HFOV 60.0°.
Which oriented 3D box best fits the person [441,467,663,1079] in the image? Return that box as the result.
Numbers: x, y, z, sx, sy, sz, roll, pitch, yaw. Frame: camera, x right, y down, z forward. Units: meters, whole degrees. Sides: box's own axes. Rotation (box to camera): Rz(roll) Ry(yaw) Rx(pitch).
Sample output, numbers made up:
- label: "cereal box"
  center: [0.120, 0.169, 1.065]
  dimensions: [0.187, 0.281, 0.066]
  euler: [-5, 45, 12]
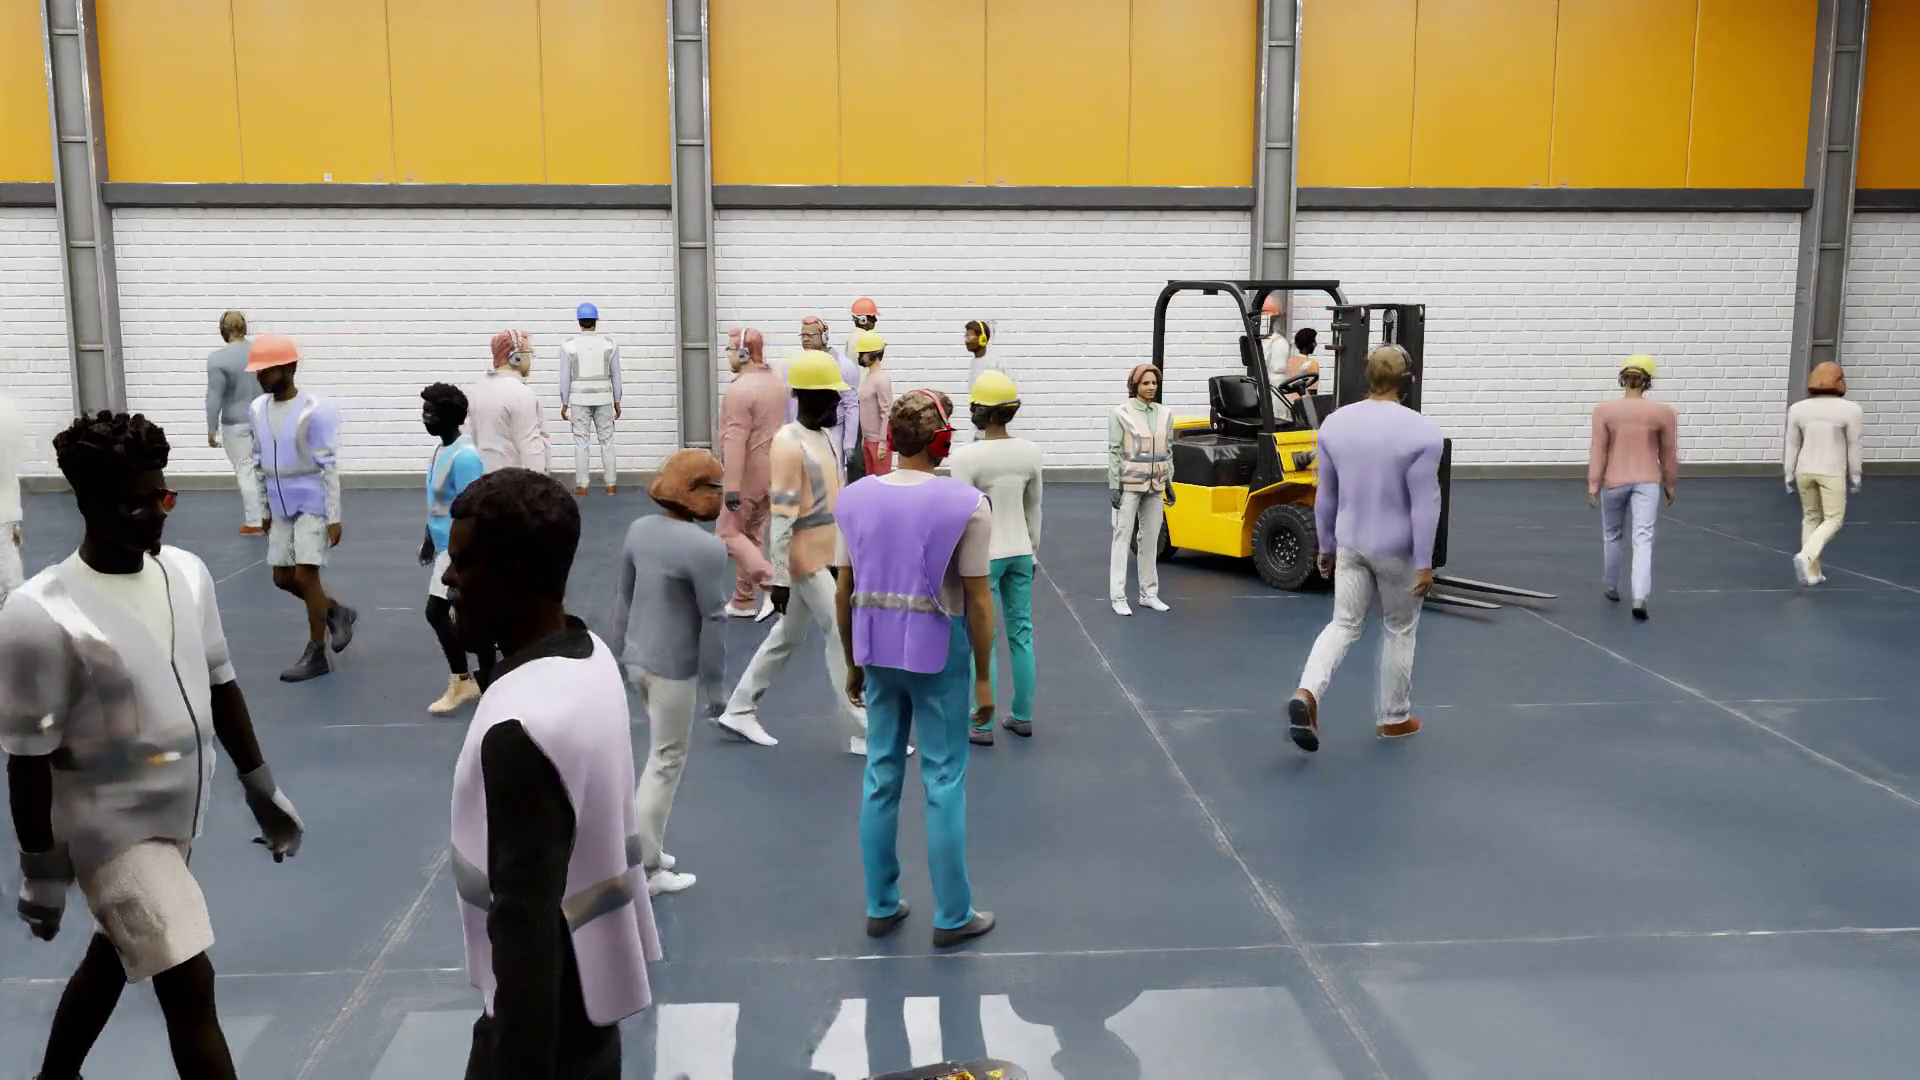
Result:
- label: "person"
  center: [-0.671, 0.806, 2.981]
  dimensions: [0.863, 1.894, 0.597]
  euler: [-1, 9, -5]

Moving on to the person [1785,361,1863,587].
- label: "person"
  center: [6.034, -0.450, 11.703]
  dimensions: [0.643, 1.613, 0.508]
  euler: [-7, 12, -38]

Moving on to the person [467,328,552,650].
- label: "person"
  center: [-2.583, -0.279, 9.726]
  dimensions: [0.406, 1.911, 0.636]
  euler: [-9, 12, -43]

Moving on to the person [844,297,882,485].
- label: "person"
  center: [-0.960, -1.404, 16.516]
  dimensions: [0.385, 1.993, 0.623]
  euler: [-3, 9, -16]

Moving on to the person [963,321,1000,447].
- label: "person"
  center: [0.177, -1.033, 14.775]
  dimensions: [1.021, 1.809, 0.542]
  euler: [-4, 10, -25]

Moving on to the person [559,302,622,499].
- label: "person"
  center: [-3.666, -1.380, 16.522]
  dimensions: [0.610, 1.943, 0.403]
  euler: [-3, 10, -20]

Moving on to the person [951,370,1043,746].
- label: "person"
  center: [0.162, 0.086, 7.870]
  dimensions: [0.531, 1.772, 0.301]
  euler: [-7, 11, -36]

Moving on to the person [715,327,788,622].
- label: "person"
  center: [-1.335, -0.403, 10.546]
  dimensions: [0.625, 1.894, 0.667]
  euler: [3, 10, 21]

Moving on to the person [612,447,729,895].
- label: "person"
  center: [-1.034, 0.474, 5.935]
  dimensions: [0.417, 1.602, 0.509]
  euler: [-8, 12, -42]

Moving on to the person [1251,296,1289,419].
- label: "person"
  center: [2.773, -1.201, 15.137]
  dimensions: [0.433, 2.028, 0.603]
  euler: [-2, 9, -15]

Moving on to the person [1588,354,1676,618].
- label: "person"
  center: [4.419, -0.372, 10.946]
  dimensions: [0.538, 1.708, 0.968]
  euler: [3, 10, 20]

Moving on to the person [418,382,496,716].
- label: "person"
  center: [-2.586, 0.045, 8.406]
  dimensions: [0.529, 1.684, 0.547]
  euler: [-4, 10, -26]

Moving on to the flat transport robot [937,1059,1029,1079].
- label: "flat transport robot"
  center: [-0.399, 1.495, 3.710]
  dimensions: [1.431, 0.197, 0.652]
  euler: [-4, 10, -24]

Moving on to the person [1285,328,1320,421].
- label: "person"
  center: [3.446, -1.300, 16.824]
  dimensions: [0.321, 1.691, 0.533]
  euler: [-4, 10, -22]

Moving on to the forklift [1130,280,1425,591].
- label: "forklift"
  center: [2.301, -0.860, 12.475]
  dimensions: [1.214, 2.155, 2.313]
  euler: [-6, 11, -35]

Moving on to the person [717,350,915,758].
- label: "person"
  center: [-0.711, 0.065, 7.662]
  dimensions: [0.964, 1.886, 0.598]
  euler: [2, 9, 9]

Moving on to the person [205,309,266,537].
- label: "person"
  center: [-6.087, -0.978, 14.058]
  dimensions: [0.487, 1.923, 0.664]
  euler: [4, 10, 26]

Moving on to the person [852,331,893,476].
- label: "person"
  center: [-0.697, -0.797, 13.427]
  dimensions: [0.326, 1.765, 0.530]
  euler: [-3, 10, -18]

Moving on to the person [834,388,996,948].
- label: "person"
  center: [-0.156, 0.426, 5.490]
  dimensions: [0.564, 1.846, 0.390]
  euler: [4, 10, 26]

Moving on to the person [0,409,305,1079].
- label: "person"
  center: [-1.920, 0.645, 3.923]
  dimensions: [0.997, 1.919, 0.627]
  euler: [1, 9, 9]

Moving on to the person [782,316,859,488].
- label: "person"
  center: [-1.097, -0.744, 12.650]
  dimensions: [0.651, 1.906, 0.403]
  euler: [3, 10, 21]

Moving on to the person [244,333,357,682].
- label: "person"
  center: [-3.618, -0.195, 9.192]
  dimensions: [0.584, 1.911, 0.647]
  euler: [4, 10, 22]

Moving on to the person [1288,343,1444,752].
- label: "person"
  center: [1.883, 0.047, 7.694]
  dimensions: [0.635, 1.912, 0.868]
  euler: [8, 12, 42]

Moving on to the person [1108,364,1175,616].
- label: "person"
  center: [1.184, -0.332, 10.895]
  dimensions: [0.511, 1.641, 0.309]
  euler: [-5, 10, -30]

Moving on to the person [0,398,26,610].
- label: "person"
  center: [-4.943, -0.083, 8.550]
  dimensions: [1.016, 1.904, 0.636]
  euler: [-3, 9, -17]
